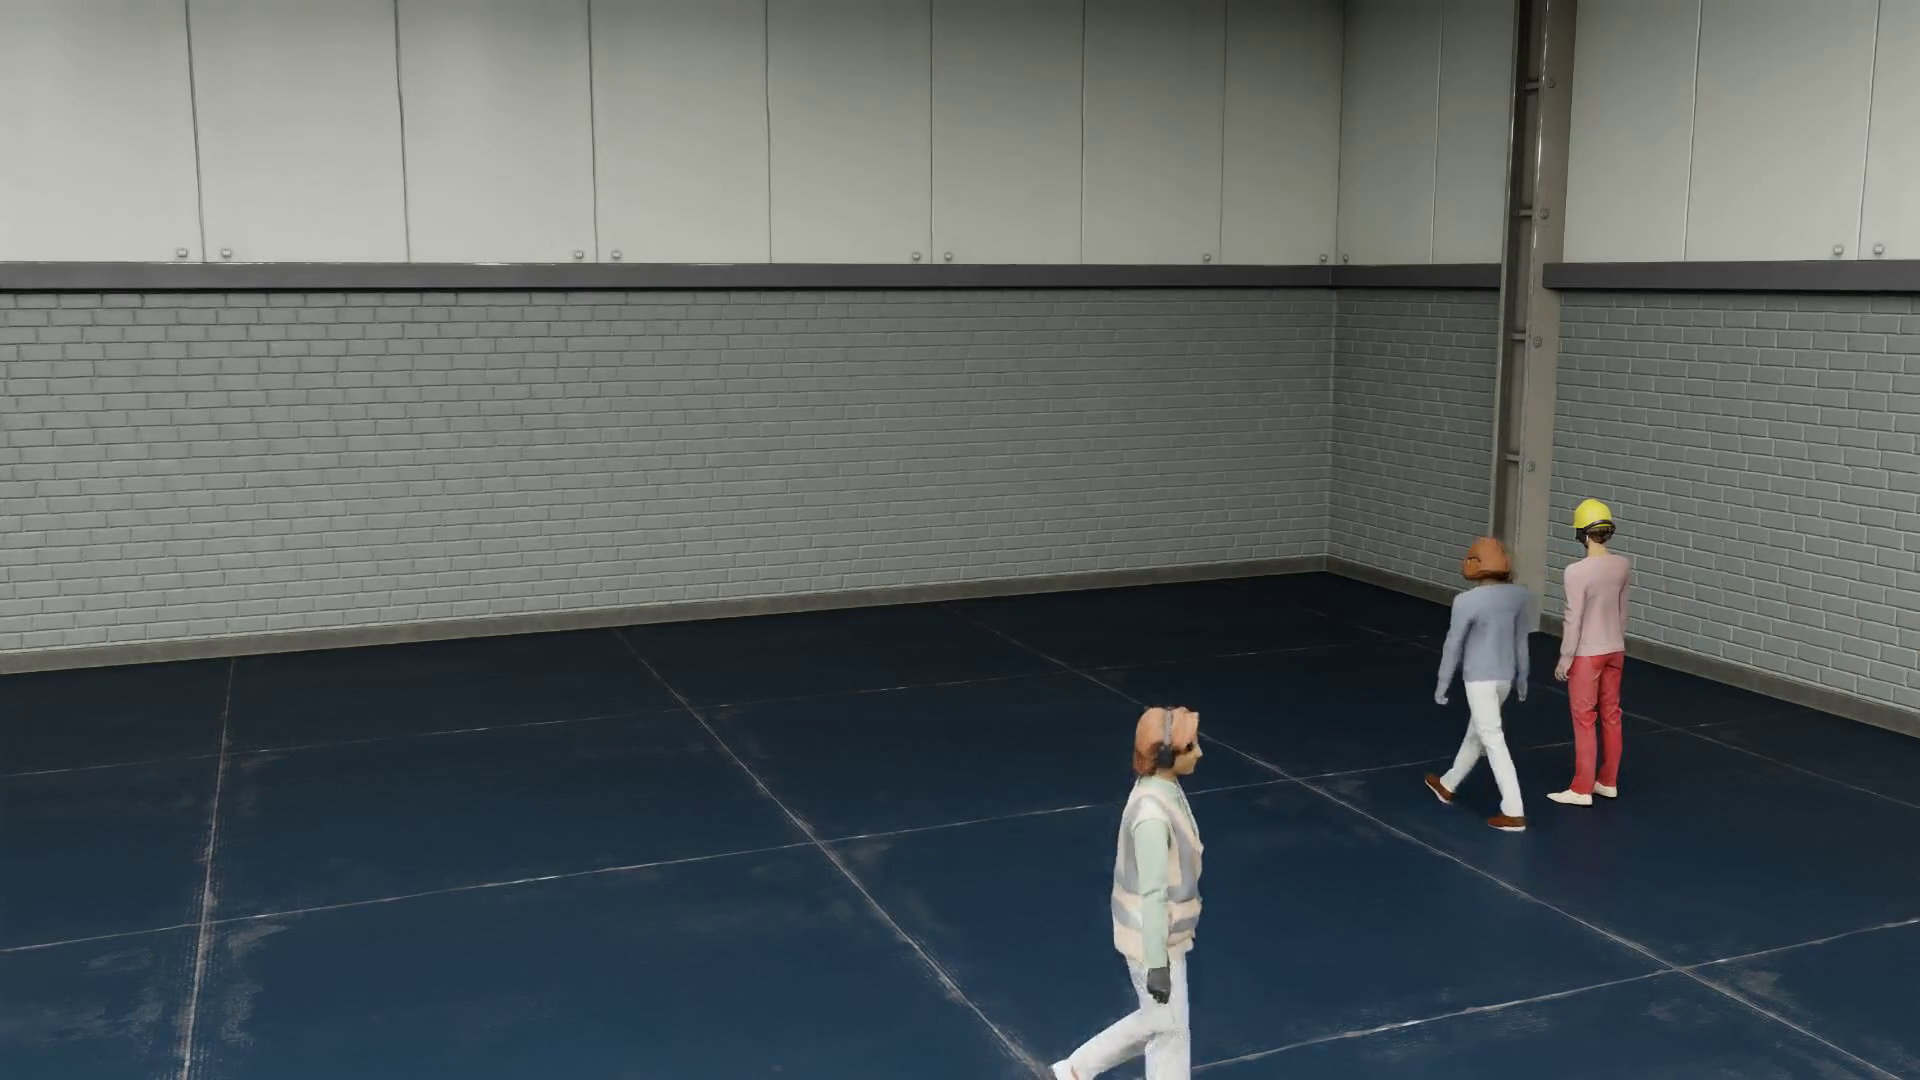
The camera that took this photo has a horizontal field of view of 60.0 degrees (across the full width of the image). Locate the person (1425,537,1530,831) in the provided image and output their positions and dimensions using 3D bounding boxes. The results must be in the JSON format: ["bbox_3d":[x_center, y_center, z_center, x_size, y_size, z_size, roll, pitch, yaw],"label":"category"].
[{"bbox_3d":[2.890,0.778,9.245,0.520,1.581,0.831,-5,10,-28],"label":"person"}]

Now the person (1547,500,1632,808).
[{"bbox_3d":[3.601,0.649,9.516,0.524,1.764,0.329,-5,11,-30],"label":"person"}]

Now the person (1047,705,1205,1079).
[{"bbox_3d":[0.606,1.343,5.602,0.550,1.627,0.523,2,9,11],"label":"person"}]
